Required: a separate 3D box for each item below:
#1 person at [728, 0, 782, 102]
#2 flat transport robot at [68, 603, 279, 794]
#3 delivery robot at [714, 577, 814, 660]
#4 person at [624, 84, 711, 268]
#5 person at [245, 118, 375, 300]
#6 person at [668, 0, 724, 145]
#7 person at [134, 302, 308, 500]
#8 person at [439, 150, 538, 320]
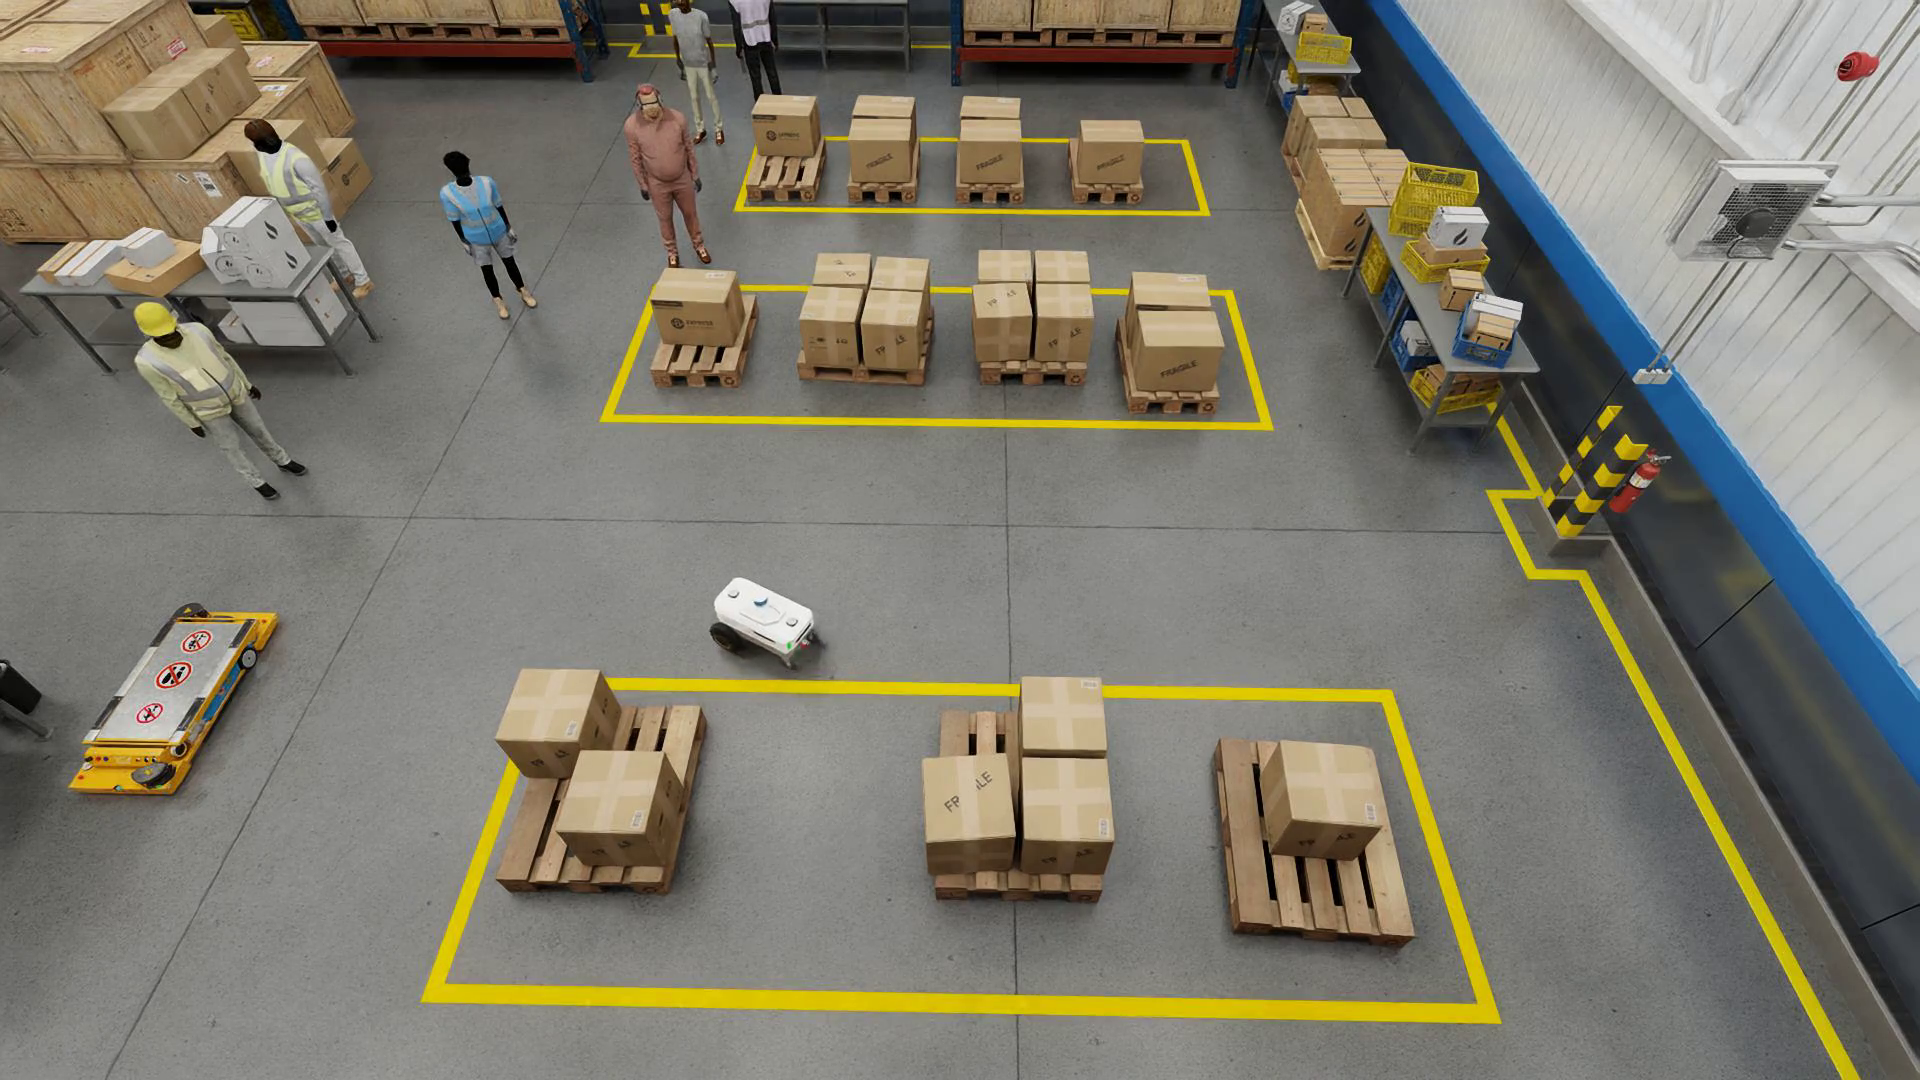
[{"bbox_3d":[-2.580,-6.345,11.646,0.596,1.918,0.380,-27,55,-21],"label":"person"},{"bbox_3d":[-5.504,1.072,6.442,0.652,0.197,1.431,1,50,1],"label":"flat transport robot"},{"bbox_3d":[-1.411,0.552,6.638,0.707,0.478,0.477,23,53,18],"label":"delivery robot"},{"bbox_3d":[-2.988,-3.701,9.416,0.651,1.907,0.409,-19,52,-15],"label":"person"},{"bbox_3d":[-6.456,-3.257,9.088,0.621,1.838,0.429,19,52,15],"label":"person"},{"bbox_3d":[-3.230,-5.801,11.218,0.507,1.872,0.329,3,50,3],"label":"person"},{"bbox_3d":[-5.880,-1.106,7.270,0.404,1.827,0.601,17,52,14],"label":"person"},{"bbox_3d":[-4.612,-2.971,8.936,0.533,1.695,0.319,-31,57,-24],"label":"person"}]
